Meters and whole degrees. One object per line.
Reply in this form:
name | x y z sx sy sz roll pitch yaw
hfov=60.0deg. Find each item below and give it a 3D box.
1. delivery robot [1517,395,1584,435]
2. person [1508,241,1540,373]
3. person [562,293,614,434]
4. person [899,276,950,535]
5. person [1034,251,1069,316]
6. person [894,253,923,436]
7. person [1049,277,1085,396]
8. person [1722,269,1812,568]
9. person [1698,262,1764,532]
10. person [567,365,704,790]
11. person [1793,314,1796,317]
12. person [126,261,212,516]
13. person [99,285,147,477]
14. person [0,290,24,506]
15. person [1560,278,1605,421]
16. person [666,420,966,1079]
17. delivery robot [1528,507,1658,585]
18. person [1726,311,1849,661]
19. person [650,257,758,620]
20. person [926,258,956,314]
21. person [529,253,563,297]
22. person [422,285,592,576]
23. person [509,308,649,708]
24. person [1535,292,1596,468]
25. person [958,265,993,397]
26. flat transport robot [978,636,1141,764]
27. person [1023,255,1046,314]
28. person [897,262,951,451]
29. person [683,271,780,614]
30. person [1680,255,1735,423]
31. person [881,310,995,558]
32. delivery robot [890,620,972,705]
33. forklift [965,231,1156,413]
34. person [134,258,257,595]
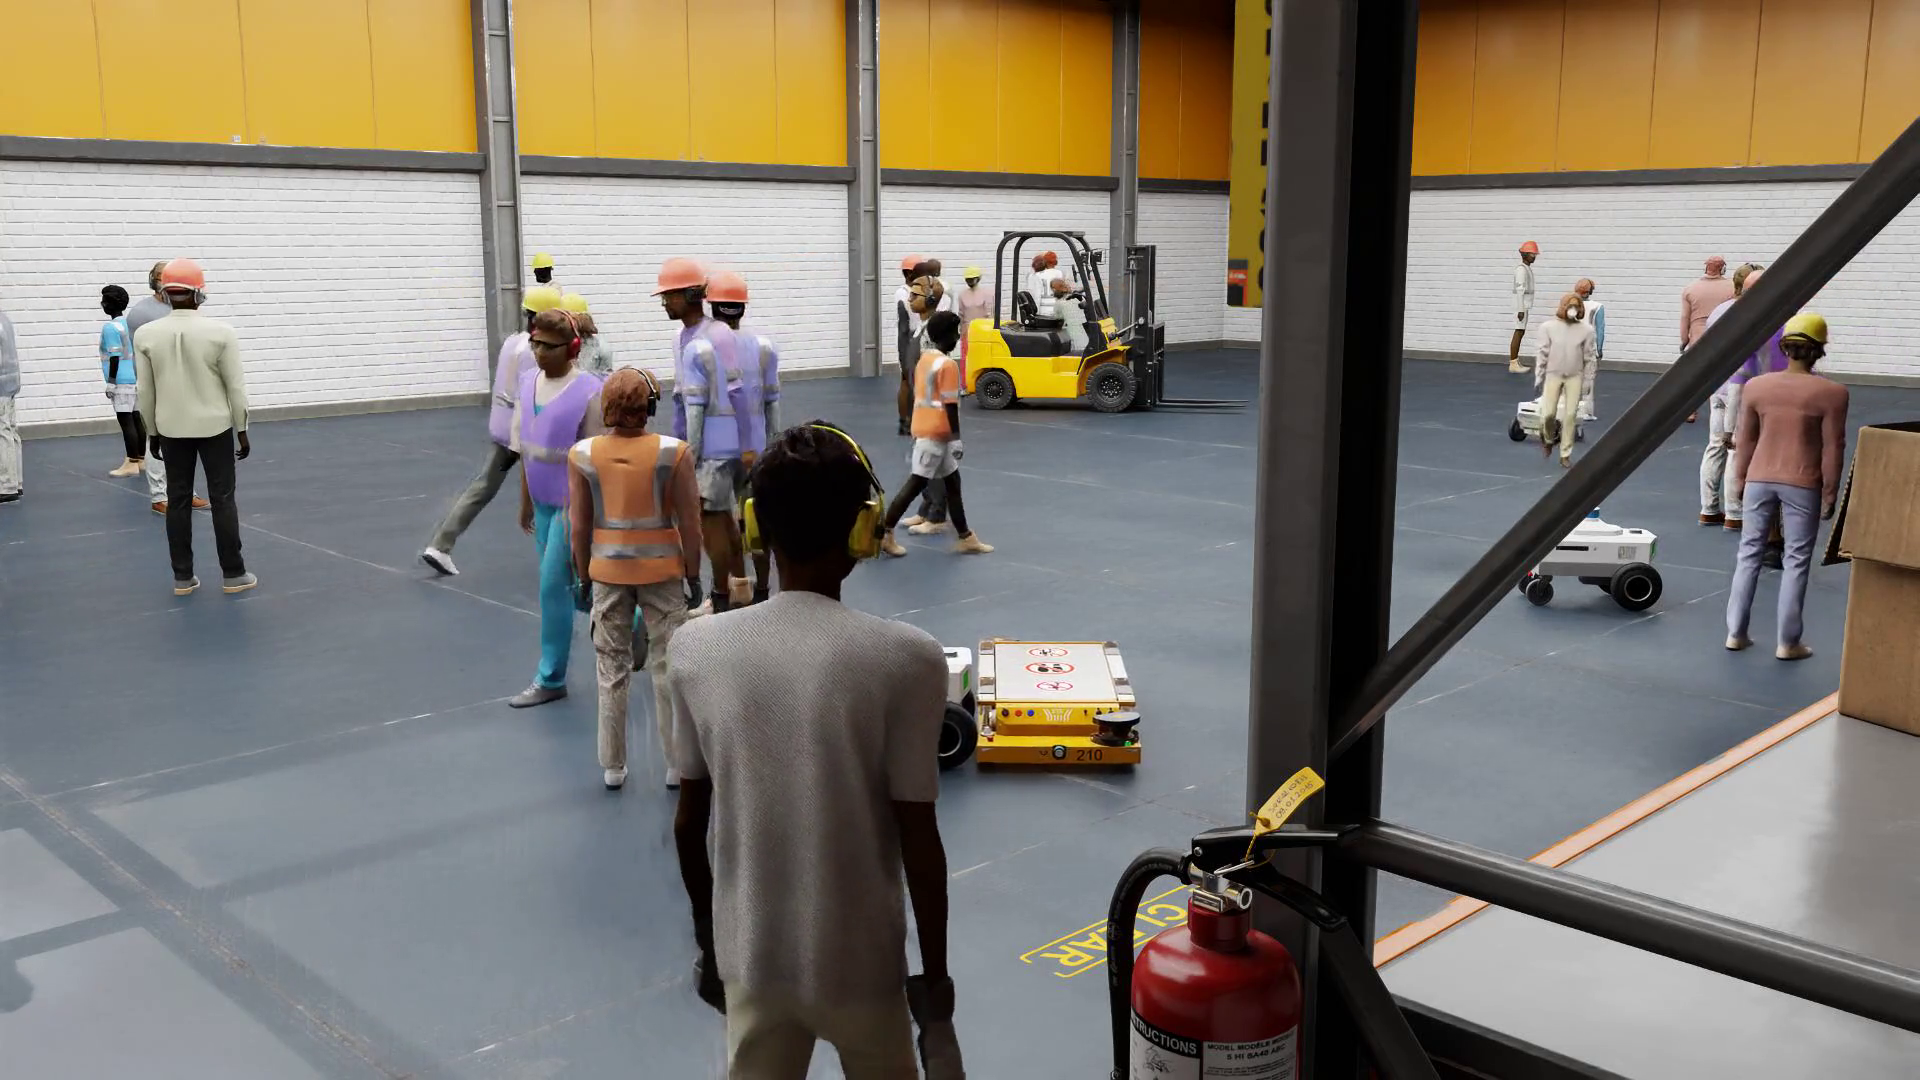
delivery robot | 6.097 -1.322 17.150 0.707 0.478 0.477 -6 12 -31
person | 8.780 -3.616 25.861 0.386 2.039 0.615 5 11 24
person | -2.607 -0.811 11.378 0.492 1.742 0.315 1 10 6
person | -0.242 -0.960 11.914 0.345 1.847 0.507 -2 11 -13
person | 1.418 -3.547 25.916 0.582 1.882 0.338 -4 11 -20
person | -0.508 -2.087 17.800 0.352 1.940 0.545 2 11 13
person | 1.373 -2.686 22.051 0.879 1.584 0.485 1 10 4
person | 5.183 -0.778 10.739 0.575 1.907 0.553 -3 11 -14
person | 5.624 -1.026 12.019 0.368 1.939 0.633 -2 11 -12
person | -1.235 0.156 6.386 0.512 1.642 0.311 1 10 3
person | 6.823 -1.219 13.906 0.526 1.635 0.313 -3 11 -16
person | -6.051 -1.160 12.753 0.351 1.936 0.634 3 11 18
person | -7.431 -1.407 14.758 0.318 1.697 0.535 -1 10 -8
person | -7.667 -1.185 13.168 0.404 1.835 0.586 -3 11 -18
person | 7.153 -2.189 19.169 0.512 1.642 0.311 7 13 34
person | -0.222 0.712 2.861 0.557 1.819 0.921 3 11 14
delivery robot | 3.649 0.050 9.672 0.707 0.478 0.477 1 11 8
person | 4.194 -0.275 8.438 0.376 1.753 0.531 -9 14 -41
person | -1.406 -0.547 9.211 0.575 2.009 0.660 -6 12 -28
person | -0.381 -2.813 22.058 0.653 1.825 0.451 2 11 9
person | -4.892 -2.441 19.771 0.372 1.923 0.595 -6 12 -28
person | -2.848 -0.678 10.435 1.117 1.841 0.615 -6 12 -30
person | -1.750 -0.161 7.639 0.727 1.815 0.606 -10 15 -44
person | 5.582 -1.480 15.355 0.517 1.616 0.394 3 11 15
person | 0.180 -2.718 21.809 0.544 1.733 0.810 4 11 22
flat transport robot | 0.406 0.674 7.297 0.652 0.197 1.431 0 10 1
person | 1.251 -3.568 26.210 0.600 1.820 0.969 5 11 25
person | -0.362 -1.755 16.159 0.612 1.874 0.514 -5 12 -27
person | -1.263 -0.498 9.173 0.552 1.941 0.398 -6 12 -28
person | 8.516 -2.269 18.881 0.637 1.910 0.403 6 12 31
person | -0.204 -0.689 11.007 0.861 1.659 0.534 -3 11 -14
delivery robot | -0.306 0.572 6.826 0.707 0.478 0.477 0 10 -1
forklift | 1.222 -2.721 20.561 2.313 2.155 1.214 2 11 13
person | -4.534 -0.662 9.882 0.611 1.995 0.380 -1 10 -7
